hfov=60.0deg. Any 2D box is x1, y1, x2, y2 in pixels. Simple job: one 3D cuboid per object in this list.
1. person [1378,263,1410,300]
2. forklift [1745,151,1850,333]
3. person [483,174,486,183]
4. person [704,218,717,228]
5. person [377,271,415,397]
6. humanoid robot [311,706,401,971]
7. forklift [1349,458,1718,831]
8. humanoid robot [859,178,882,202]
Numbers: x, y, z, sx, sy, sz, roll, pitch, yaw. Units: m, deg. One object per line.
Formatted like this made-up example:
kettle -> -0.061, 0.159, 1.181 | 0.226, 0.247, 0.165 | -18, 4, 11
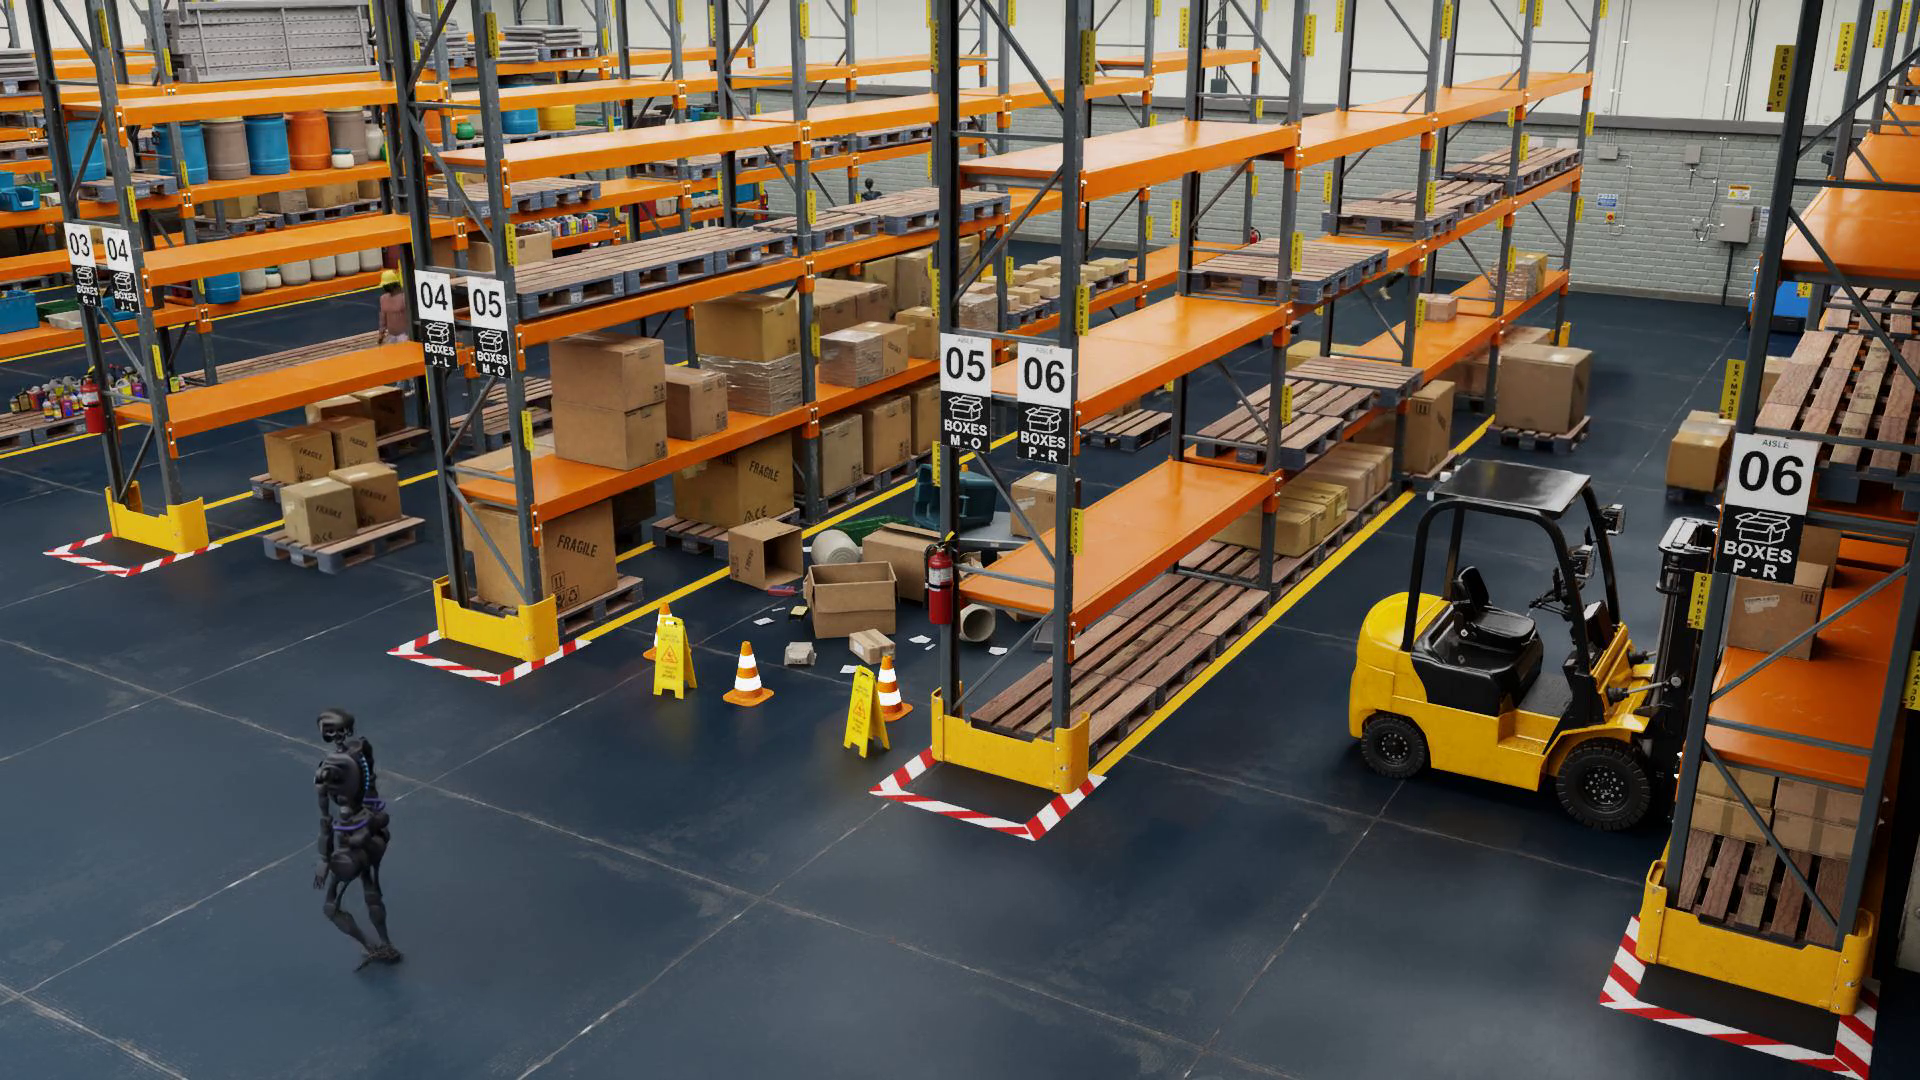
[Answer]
person -> 7.689, -4.917, 28.686 | 0.812, 1.668, 0.530 | 15, 24, 36
forklift -> 13.620, -4.667, 26.137 | 1.873, 2.768, 1.129 | 11, 22, 29
person -> -10.378, -7.727, 36.607 | 0.331, 1.803, 0.516 | 7, 20, 20
person -> -5.236, -7.063, 34.865 | 0.491, 1.688, 0.347 | -6, 20, -17
person -> -7.570, -2.719, 22.216 | 0.551, 1.729, 0.797 | 10, 21, 26
humanoid robot -> -3.477, 1.702, 9.530 | 0.343, 1.647, 0.591 | 4, 19, 12
forklift -> 3.988, 0.658, 11.776 | 2.313, 2.155, 1.214 | 11, 22, 29
humanoid robot -> -1.754, -6.265, 32.579 | 0.589, 1.642, 0.458 | -9, 21, -25
